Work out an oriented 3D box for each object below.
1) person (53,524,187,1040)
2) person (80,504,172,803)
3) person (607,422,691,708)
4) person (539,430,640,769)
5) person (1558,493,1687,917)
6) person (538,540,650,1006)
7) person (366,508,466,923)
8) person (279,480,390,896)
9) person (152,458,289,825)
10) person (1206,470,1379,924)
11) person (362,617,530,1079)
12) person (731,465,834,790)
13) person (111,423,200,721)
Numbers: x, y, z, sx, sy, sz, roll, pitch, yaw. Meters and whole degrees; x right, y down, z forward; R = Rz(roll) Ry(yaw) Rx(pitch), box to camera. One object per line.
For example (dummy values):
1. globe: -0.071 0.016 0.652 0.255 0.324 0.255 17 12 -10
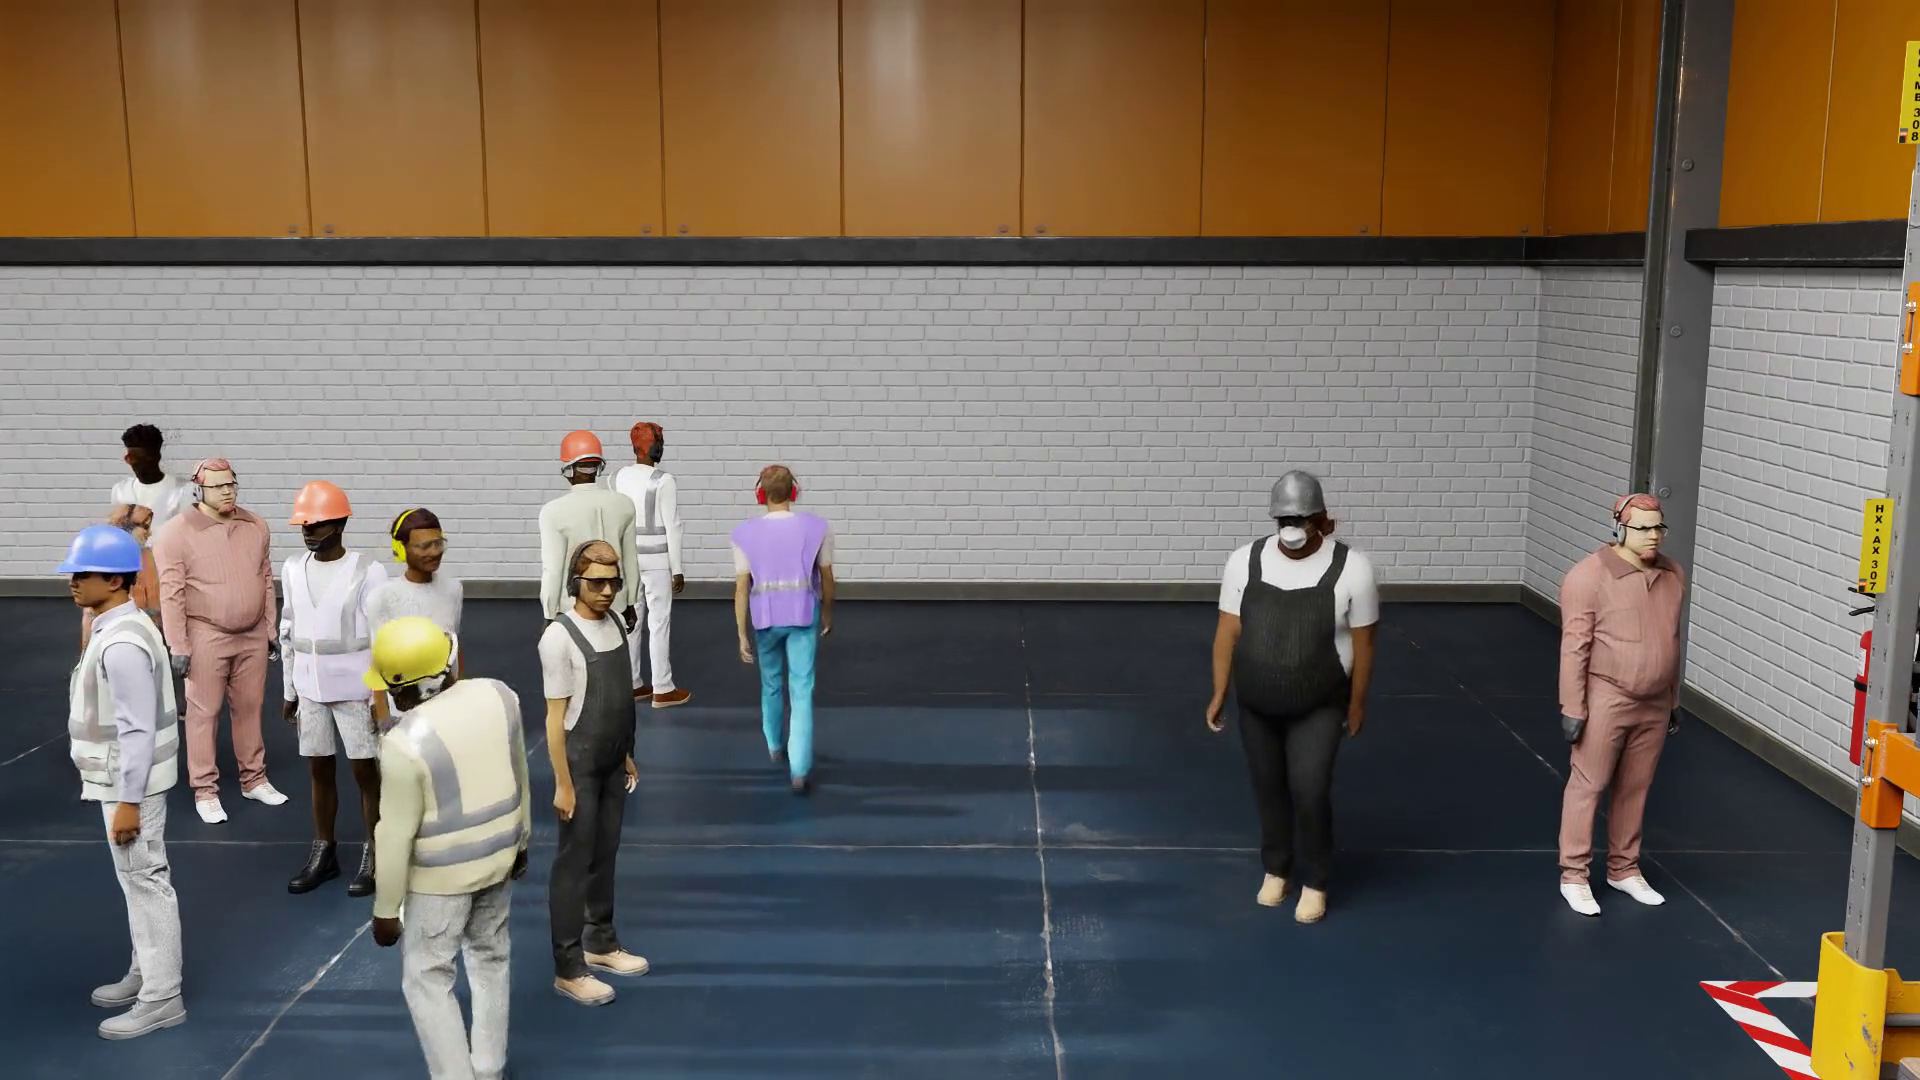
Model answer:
1. person: -3.174 0.901 6.340 0.375 1.950 0.614 -5 11 -29
2. person: -4.579 0.614 9.102 0.321 1.608 0.637 4 10 21
3. person: -2.060 0.161 10.974 0.583 1.882 0.337 6 11 31
4. person: -2.092 0.375 9.367 0.623 1.992 0.396 -9 13 -43
5. person: 2.999 0.733 7.483 0.652 1.906 0.402 -3 10 -20
6. person: -1.462 0.906 6.639 0.336 1.841 0.508 4 10 20
7. person: -2.350 0.783 7.334 0.345 1.875 0.526 6 11 31
8. person: -2.888 0.685 7.674 0.542 1.939 0.362 2 10 11
9. person: -3.871 0.516 8.785 0.409 1.909 0.642 6 11 32
10. person: 1.453 0.677 7.416 0.693 2.000 0.604 5 11 29
11. person: -1.697 1.116 5.577 0.420 1.786 0.669 5 11 30
12. person: -0.994 0.475 9.399 0.570 1.792 1.016 -1 10 -4
13. person: -4.999 0.245 10.326 0.635 1.920 0.931 1 10 4
